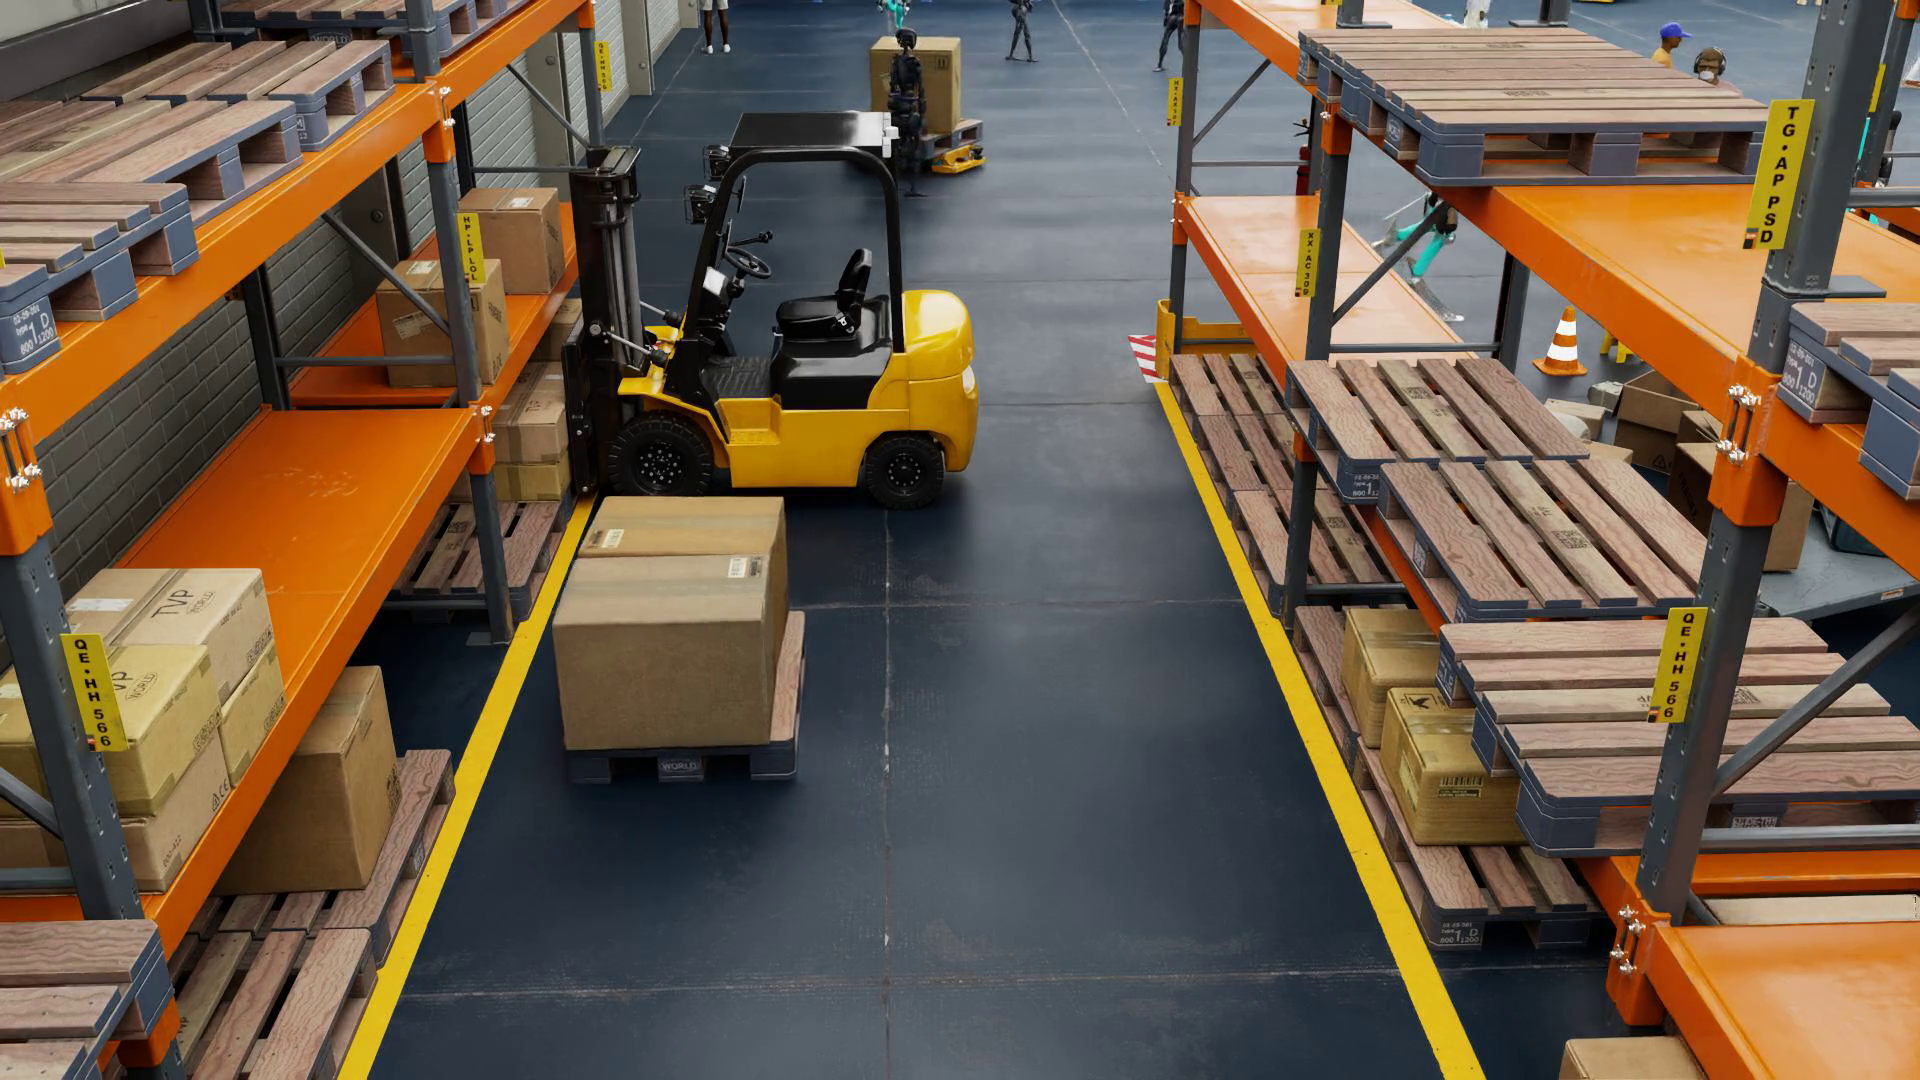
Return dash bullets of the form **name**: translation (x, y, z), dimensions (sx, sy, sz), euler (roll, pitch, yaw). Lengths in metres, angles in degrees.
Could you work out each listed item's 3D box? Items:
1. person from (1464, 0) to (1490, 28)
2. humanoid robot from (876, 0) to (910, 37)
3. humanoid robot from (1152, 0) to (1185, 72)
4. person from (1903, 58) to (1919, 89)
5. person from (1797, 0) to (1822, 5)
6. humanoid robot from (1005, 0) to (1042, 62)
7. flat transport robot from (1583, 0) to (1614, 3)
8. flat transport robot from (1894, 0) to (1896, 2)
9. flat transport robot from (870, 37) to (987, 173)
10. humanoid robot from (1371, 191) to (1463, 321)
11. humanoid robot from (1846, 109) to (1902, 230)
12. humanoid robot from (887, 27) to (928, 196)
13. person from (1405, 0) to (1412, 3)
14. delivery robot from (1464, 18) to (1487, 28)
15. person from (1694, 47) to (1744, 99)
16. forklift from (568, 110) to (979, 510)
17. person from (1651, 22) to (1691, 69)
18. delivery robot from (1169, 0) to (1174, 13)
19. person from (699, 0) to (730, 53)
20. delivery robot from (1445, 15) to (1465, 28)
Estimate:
- **person**: translation (7.385, -7.584, 23.675), dimensions (0.517, 1.710, 0.601), euler (-1, 25, -2)
- **humanoid robot**: translation (-0.914, -7.953, 24.479), dimensions (0.552, 1.745, 1.060), euler (6, 26, 13)
- **humanoid robot**: translation (3.063, -7.402, 23.375), dimensions (0.574, 1.641, 0.623), euler (-14, 28, -26)
- **person**: translation (13.273, -6.930, 22.153), dimensions (0.997, 1.825, 0.602), euler (8, 26, 16)
- **person**: translation (15.421, -10.561, 29.770), dimensions (0.523, 1.894, 0.401), euler (6, 26, 12)
- **humanoid robot**: translation (0.936, -7.791, 24.169), dimensions (0.611, 1.632, 0.617), euler (7, 26, 14)
- **flat transport robot**: translation (11.800, -10.100, 30.692), dimensions (0.659, 0.231, 1.431), euler (14, 29, 28)
- **flat transport robot**: translation (16.952, -10.143, 30.783), dimensions (0.659, 0.231, 1.431), euler (-10, 27, -21)
- **flat transport robot**: translation (-0.483, -4.254, 18.311), dimensions (1.431, 0.231, 0.659), euler (15, 29, 28)
- **humanoid robot**: translation (3.518, -2.515, 12.978), dimensions (1.018, 1.782, 0.534), euler (-1, 25, -2)
- **humanoid robot**: translation (7.147, -2.688, 13.122), dimensions (0.533, 1.677, 0.735), euler (-1, 25, -2)
- **humanoid robot**: translation (-0.546, -4.332, 16.829), dimensions (0.328, 1.650, 0.595), euler (-17, 30, -32)
- **person**: translation (6.667, -8.324, 25.084), dimensions (0.563, 1.846, 0.391), euler (-7, 26, -15)
- **delivery robot**: translation (7.902, -7.813, 25.534), dimensions (0.499, 0.612, 0.816), euler (7, 26, 14)
- **person**: translation (6.248, -3.217, 14.179), dimensions (0.622, 1.931, 0.376), euler (14, 29, 27)
- **forklift**: translation (-1.043, -1.379, 9.976), dimensions (2.313, 2.155, 1.214), euler (-1, 25, -2)
- **person**: translation (7.053, -4.350, 16.820), dimensions (0.361, 1.715, 0.441), euler (8, 27, 17)
- **delivery robot**: translation (4.010, -9.414, 28.923), dimensions (0.813, 0.610, 0.499), euler (0, 25, -1)
- **person**: translation (-3.716, -8.291, 24.955), dimensions (0.544, 1.899, 0.377), euler (-9, 27, -19)
- **delivery robot**: translation (7.354, -7.595, 25.073), dimensions (0.816, 0.613, 0.499), euler (11, 28, 22)
